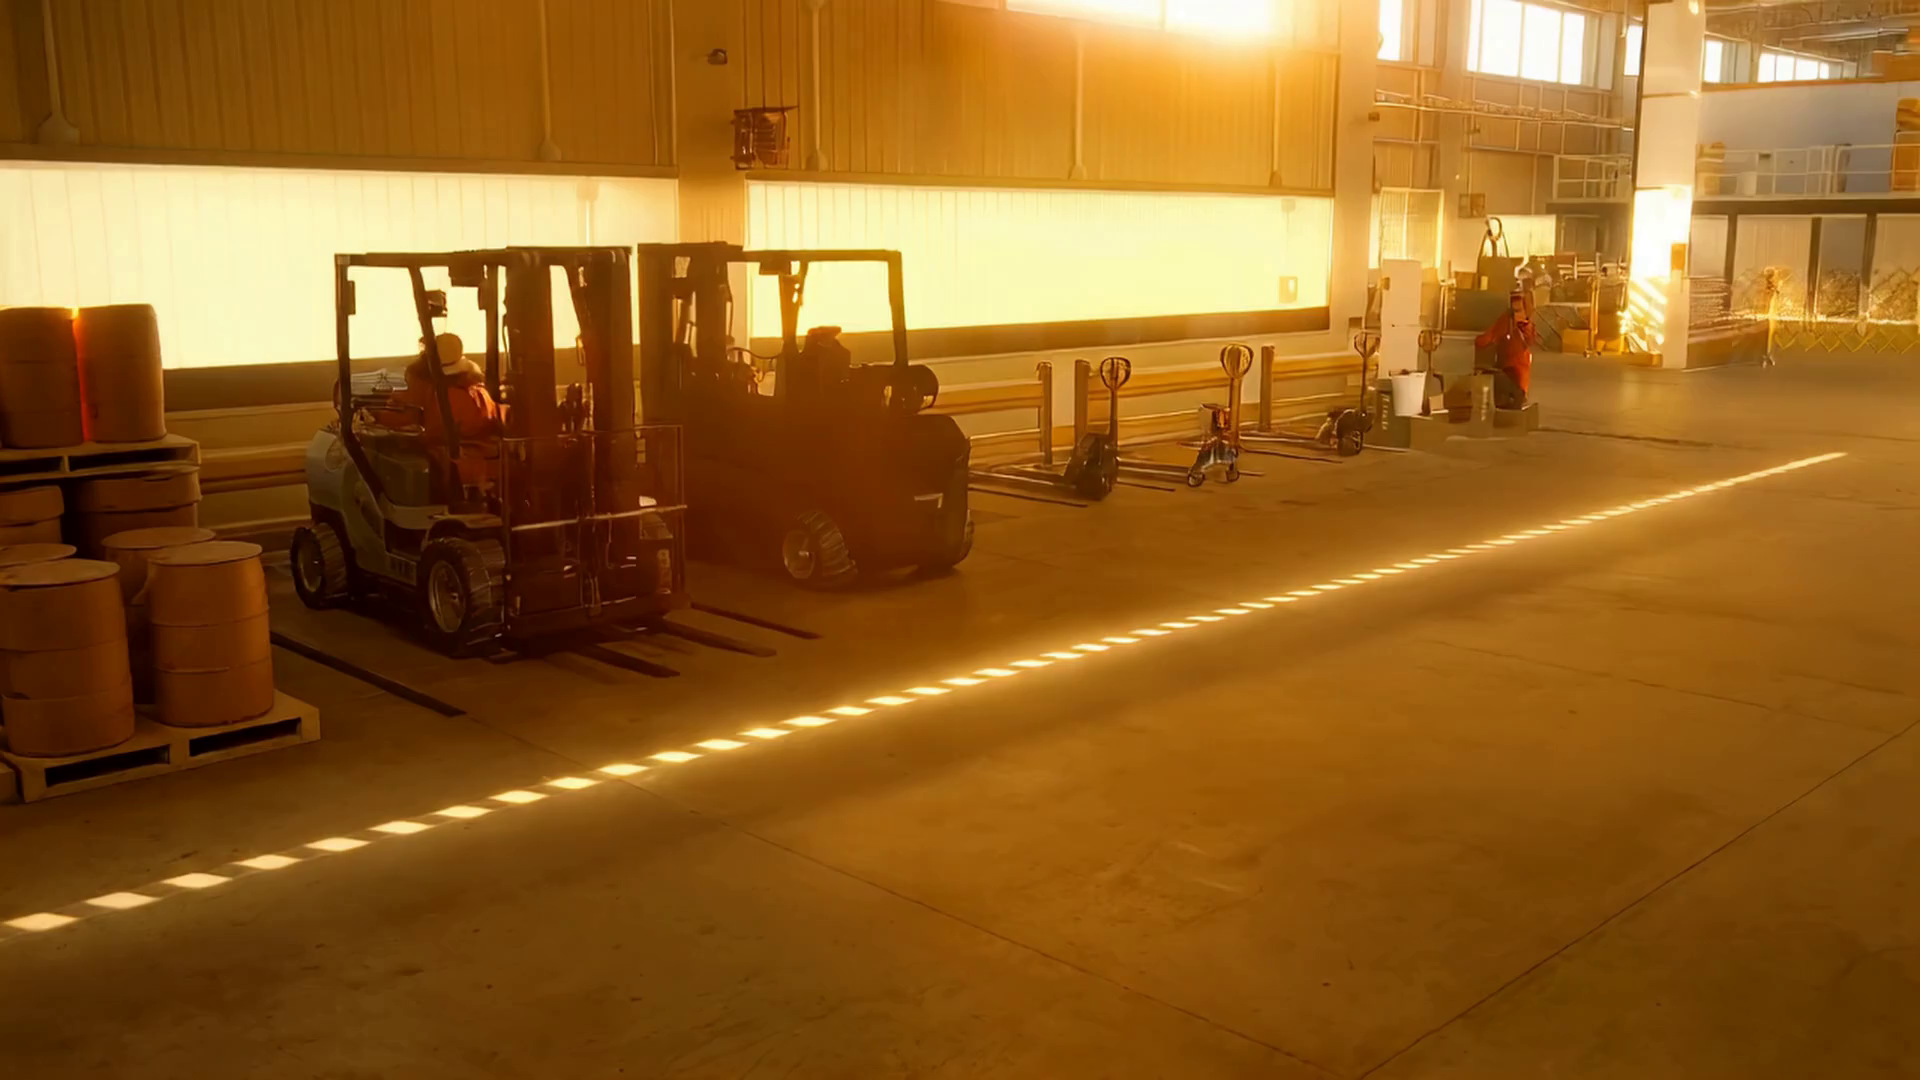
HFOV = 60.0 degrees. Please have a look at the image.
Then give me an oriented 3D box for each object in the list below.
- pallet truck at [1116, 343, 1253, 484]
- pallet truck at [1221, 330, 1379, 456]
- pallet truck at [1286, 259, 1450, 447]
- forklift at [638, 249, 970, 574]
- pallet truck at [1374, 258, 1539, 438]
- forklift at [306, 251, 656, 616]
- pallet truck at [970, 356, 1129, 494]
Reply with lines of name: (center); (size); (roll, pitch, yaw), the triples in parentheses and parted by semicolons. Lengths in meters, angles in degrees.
pallet truck: (1.962, -1.215, 15.415); (1.522, 1.261, 0.704); (10, 14, 43)
pallet truck: (3.563, -1.581, 17.381); (0.653, 1.274, 1.630); (-10, 14, -44)
pallet truck: (4.493, -2.078, 18.196); (0.823, 1.965, 1.885); (-9, 14, -40)
forklift: (-1.173, -0.958, 11.239); (2.680, 1.987, 1.157); (10, 14, 43)
pallet truck: (5.704, -2.208, 18.901); (1.885, 1.965, 0.823); (10, 14, 43)
forklift: (-2.833, -0.669, 9.694); (1.157, 1.987, 2.680); (-10, 14, -44)
pallet truck: (0.784, -1.085, 14.876); (0.680, 1.201, 1.601); (-10, 14, -44)
